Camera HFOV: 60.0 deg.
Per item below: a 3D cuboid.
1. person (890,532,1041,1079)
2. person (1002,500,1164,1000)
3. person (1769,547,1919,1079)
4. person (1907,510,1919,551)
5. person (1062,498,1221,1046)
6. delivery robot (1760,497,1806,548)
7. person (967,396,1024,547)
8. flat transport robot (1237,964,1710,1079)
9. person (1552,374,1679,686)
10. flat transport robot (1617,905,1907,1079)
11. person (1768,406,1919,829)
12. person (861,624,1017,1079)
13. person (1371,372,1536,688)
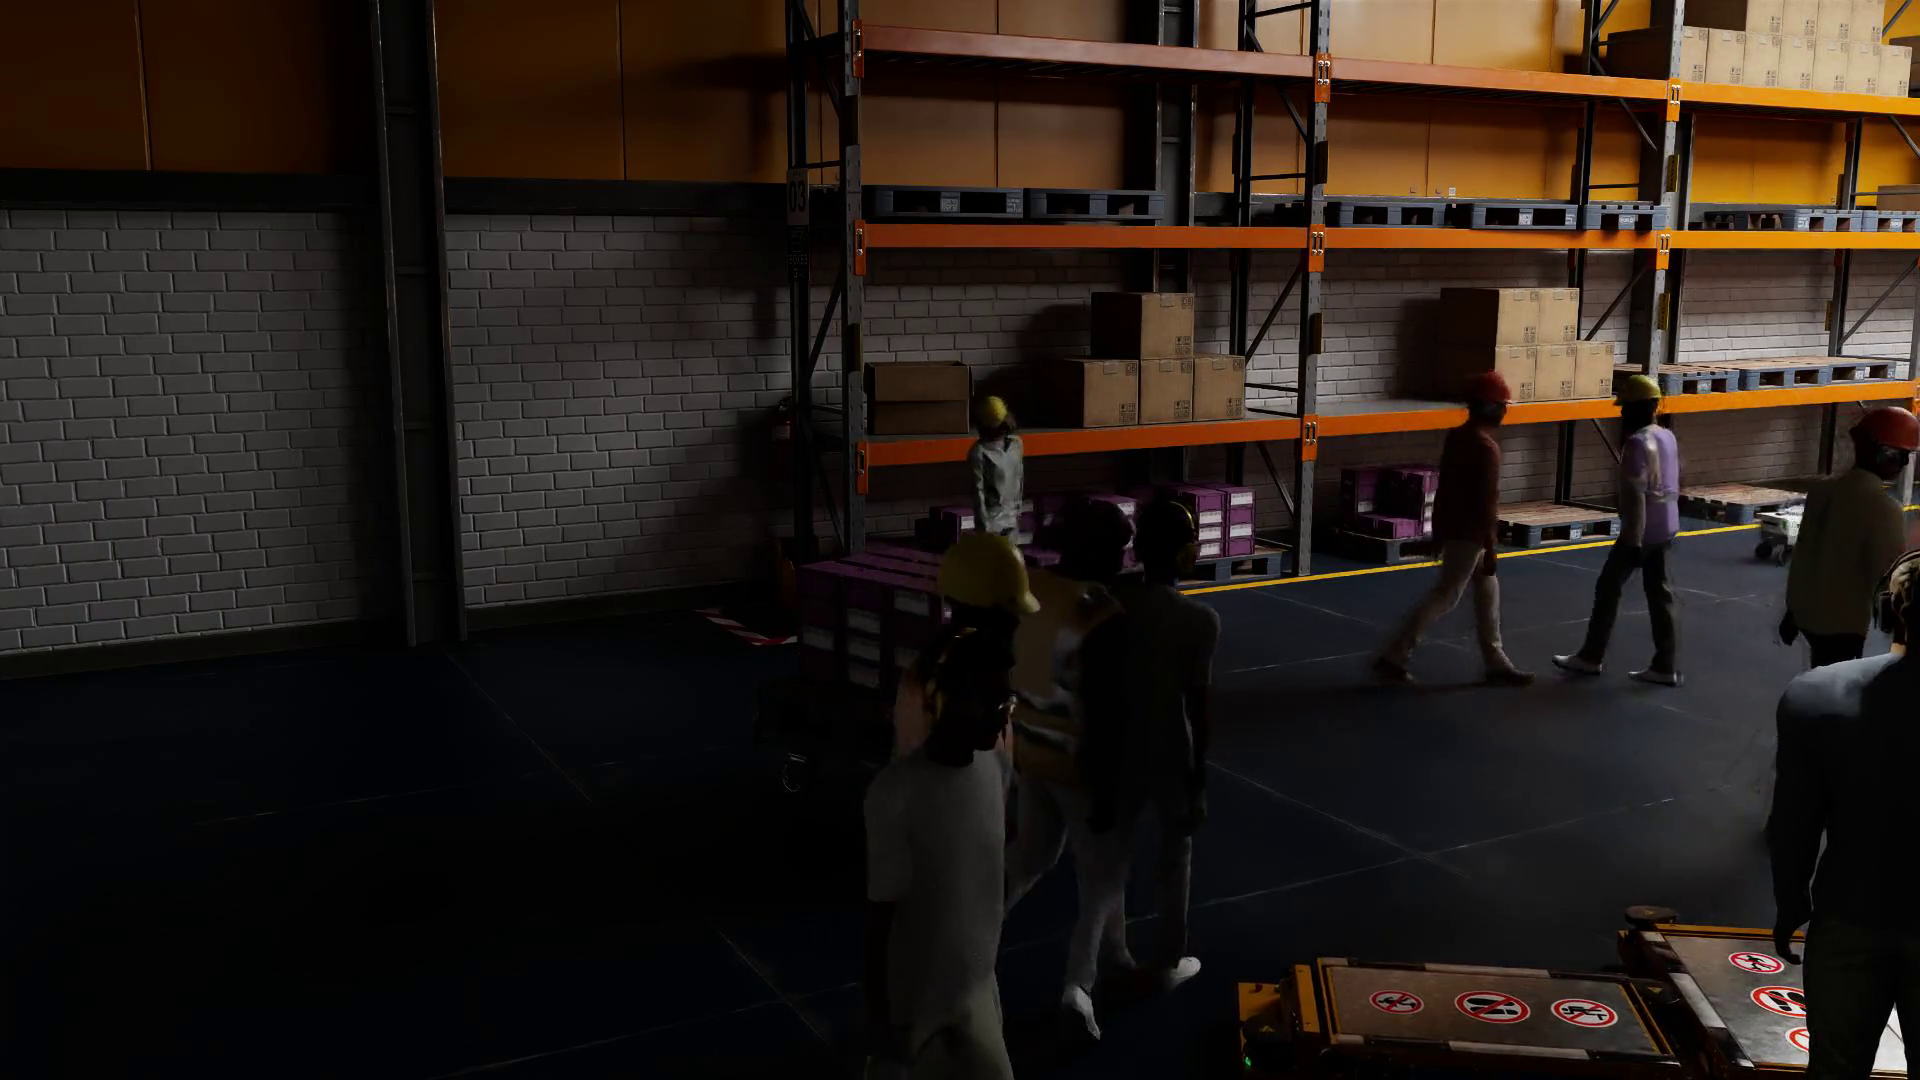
[{"bbox_3d":[-0.009,0.909,4.592,0.489,1.903,0.613,3,10,18],"label":"person"},{"bbox_3d":[0.324,0.764,5.719,0.818,1.816,0.666,-5,11,-29],"label":"person"},{"bbox_3d":[2.355,0.968,4.166,0.632,1.940,0.372,6,11,31],"label":"person"},{"bbox_3d":[7.682,-0.507,12.877,0.969,1.867,0.656,-3,10,-17],"label":"person"},{"bbox_3d":[0.604,0.774,5.664,0.527,1.832,0.924,5,11,28],"label":"person"},{"bbox_3d":[7.202,-0.125,14.165,0.707,0.478,0.477,-2,10,-12],"label":"delivery robot"},{"bbox_3d":[0.308,-0.140,11.237,0.375,1.697,0.673,9,13,41],"label":"person"},{"bbox_3d":[1.628,1.593,5.365,1.431,0.197,0.652,1,10,8],"label":"flat transport robot"},{"bbox_3d":[4.120,-0.073,10.279,0.613,1.885,0.846,-9,13,-41],"label":"person"},{"bbox_3d":[2.689,1.572,5.481,0.652,0.197,1.431,1,10,7],"label":"flat transport robot"},{"bbox_3d":[4.033,0.371,7.529,0.647,1.958,0.625,0,10,2],"label":"person"},{"bbox_3d":[-0.074,1.082,3.933,1.033,1.810,0.548,9,13,42],"label":"person"},{"bbox_3d":[2.984,-0.046,10.012,1.013,1.944,0.623,0,10,-1],"label":"person"}]
